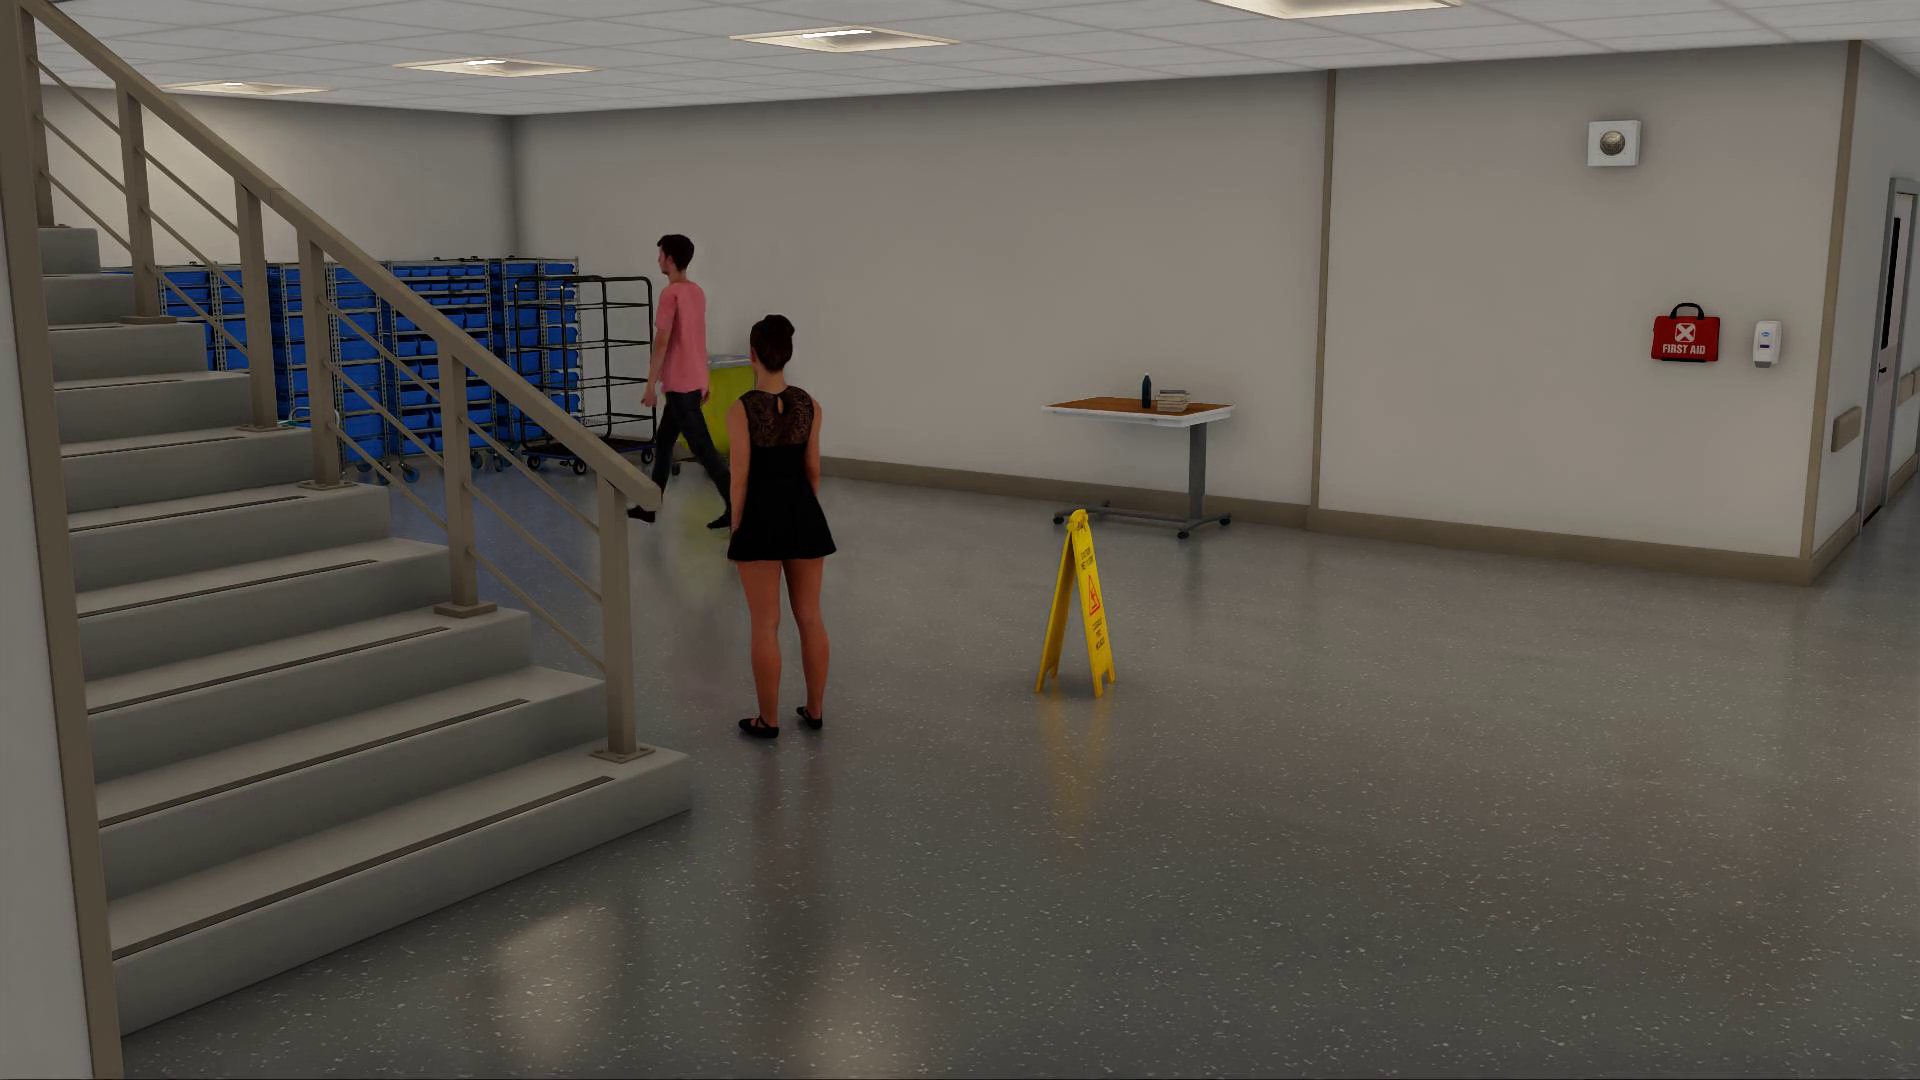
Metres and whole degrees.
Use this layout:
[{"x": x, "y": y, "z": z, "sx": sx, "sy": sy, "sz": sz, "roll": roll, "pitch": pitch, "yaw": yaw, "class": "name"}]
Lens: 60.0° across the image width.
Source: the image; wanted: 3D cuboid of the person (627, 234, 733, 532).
[{"x": -1.702, "y": -0.964, "z": 10.759, "sx": 1.297, "sy": 1.909, "sz": 0.958, "roll": 3, "pitch": 11, "yaw": 14, "class": "person"}]

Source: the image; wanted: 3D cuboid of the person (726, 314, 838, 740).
[{"x": -0.723, "y": -0.051, "z": 6.588, "sx": 0.659, "sy": 1.671, "sz": 0.678, "roll": -7, "pitch": 13, "yaw": -32, "class": "person"}]
